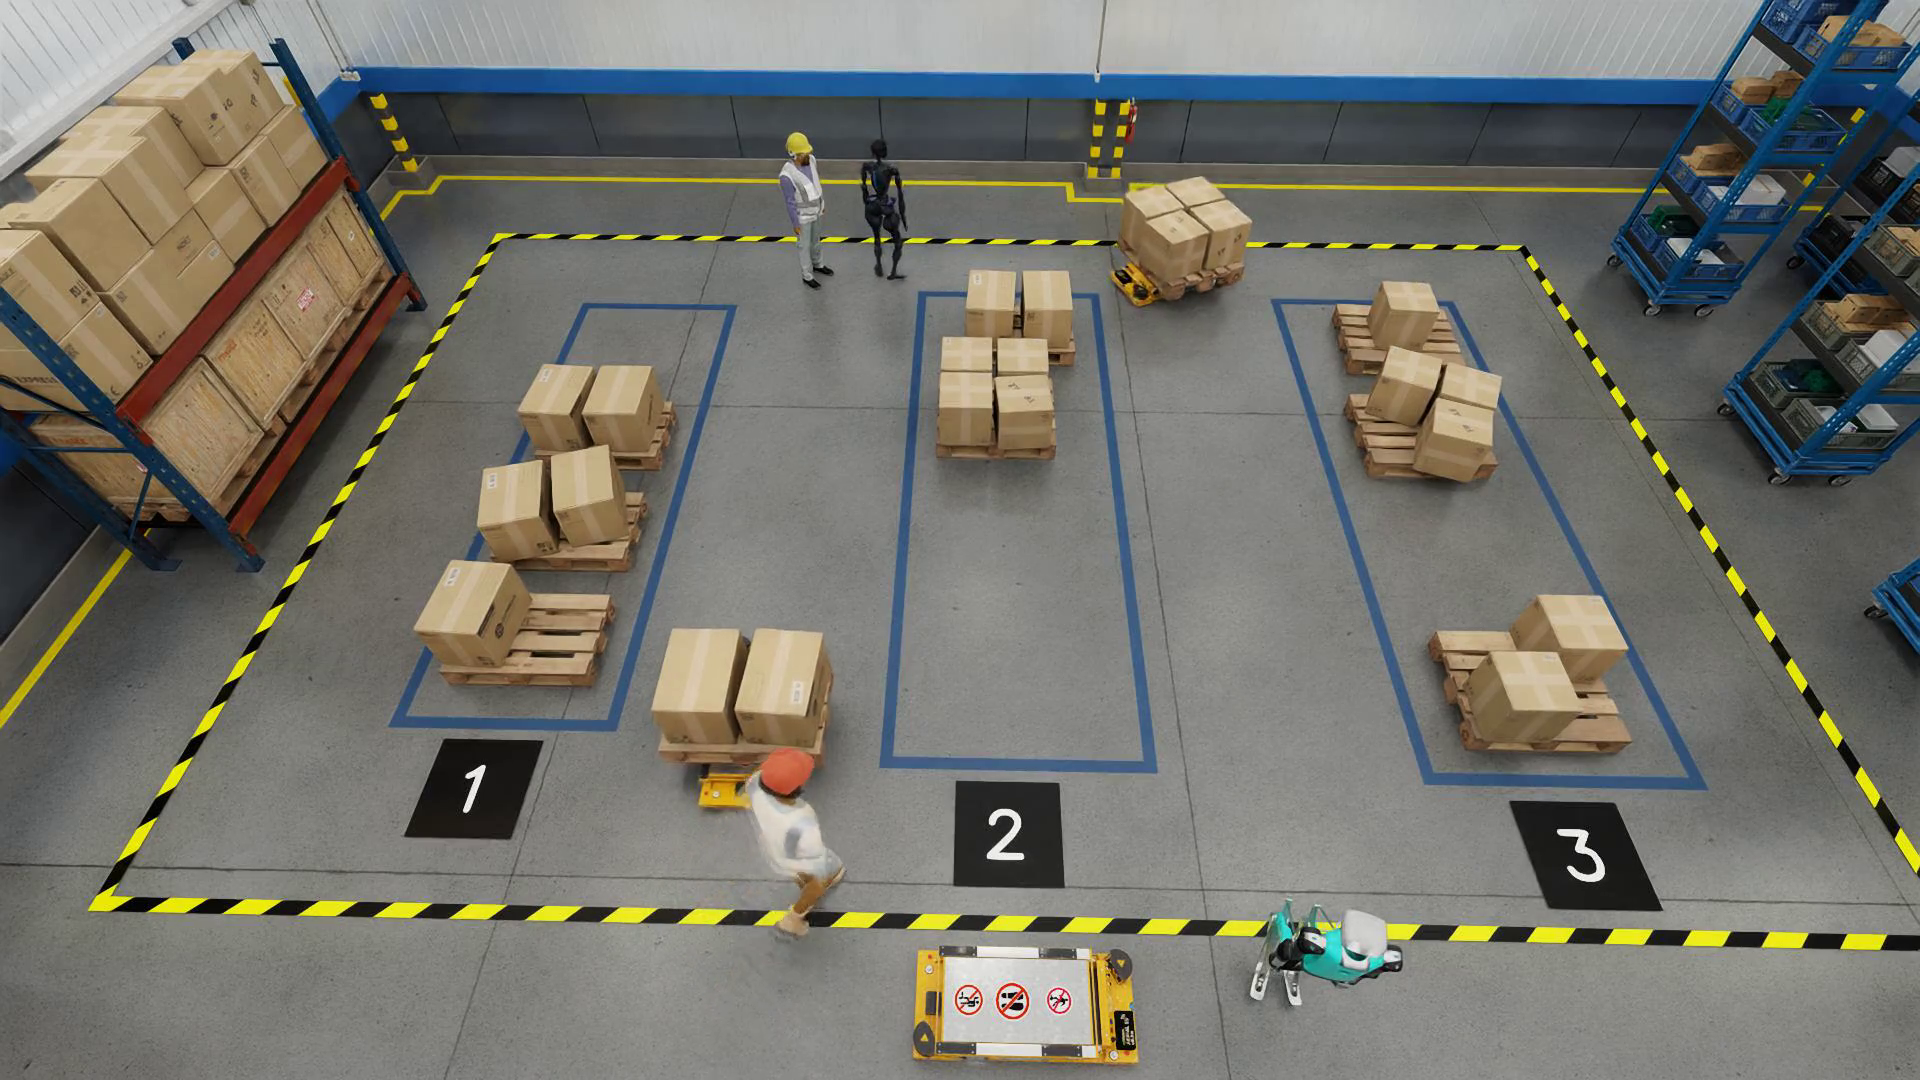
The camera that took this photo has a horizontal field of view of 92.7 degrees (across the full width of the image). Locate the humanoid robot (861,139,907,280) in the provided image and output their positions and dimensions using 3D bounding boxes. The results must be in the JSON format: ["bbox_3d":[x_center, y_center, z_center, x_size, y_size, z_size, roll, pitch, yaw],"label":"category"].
[{"bbox_3d":[-0.899,-3.809,10.687,0.587,1.646,0.411,21,54,16],"label":"humanoid robot"}]

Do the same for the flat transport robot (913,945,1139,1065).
[{"bbox_3d":[0.422,3.041,6.007,1.431,0.231,0.659,1,51,1],"label":"flat transport robot"}]

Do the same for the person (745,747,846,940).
[{"bbox_3d":[-1.047,1.926,5.784,0.618,2.018,0.579,37,60,26],"label":"person"}]

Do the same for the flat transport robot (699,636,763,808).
[{"bbox_3d":[-1.629,1.420,7.311,0.652,0.197,1.431,1,51,1],"label":"flat transport robot"}]

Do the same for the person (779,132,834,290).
[{"bbox_3d":[-1.757,-3.787,10.561,0.404,1.836,0.589,20,54,16],"label":"person"}]

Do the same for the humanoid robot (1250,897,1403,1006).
[{"bbox_3d":[2.140,2.375,5.516,0.533,1.677,0.735,9,51,8],"label":"humanoid robot"}]

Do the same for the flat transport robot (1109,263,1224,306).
[{"bbox_3d":[2.609,-3.265,11.129,1.431,0.197,0.652,-19,53,-15],"label":"flat transport robot"}]
